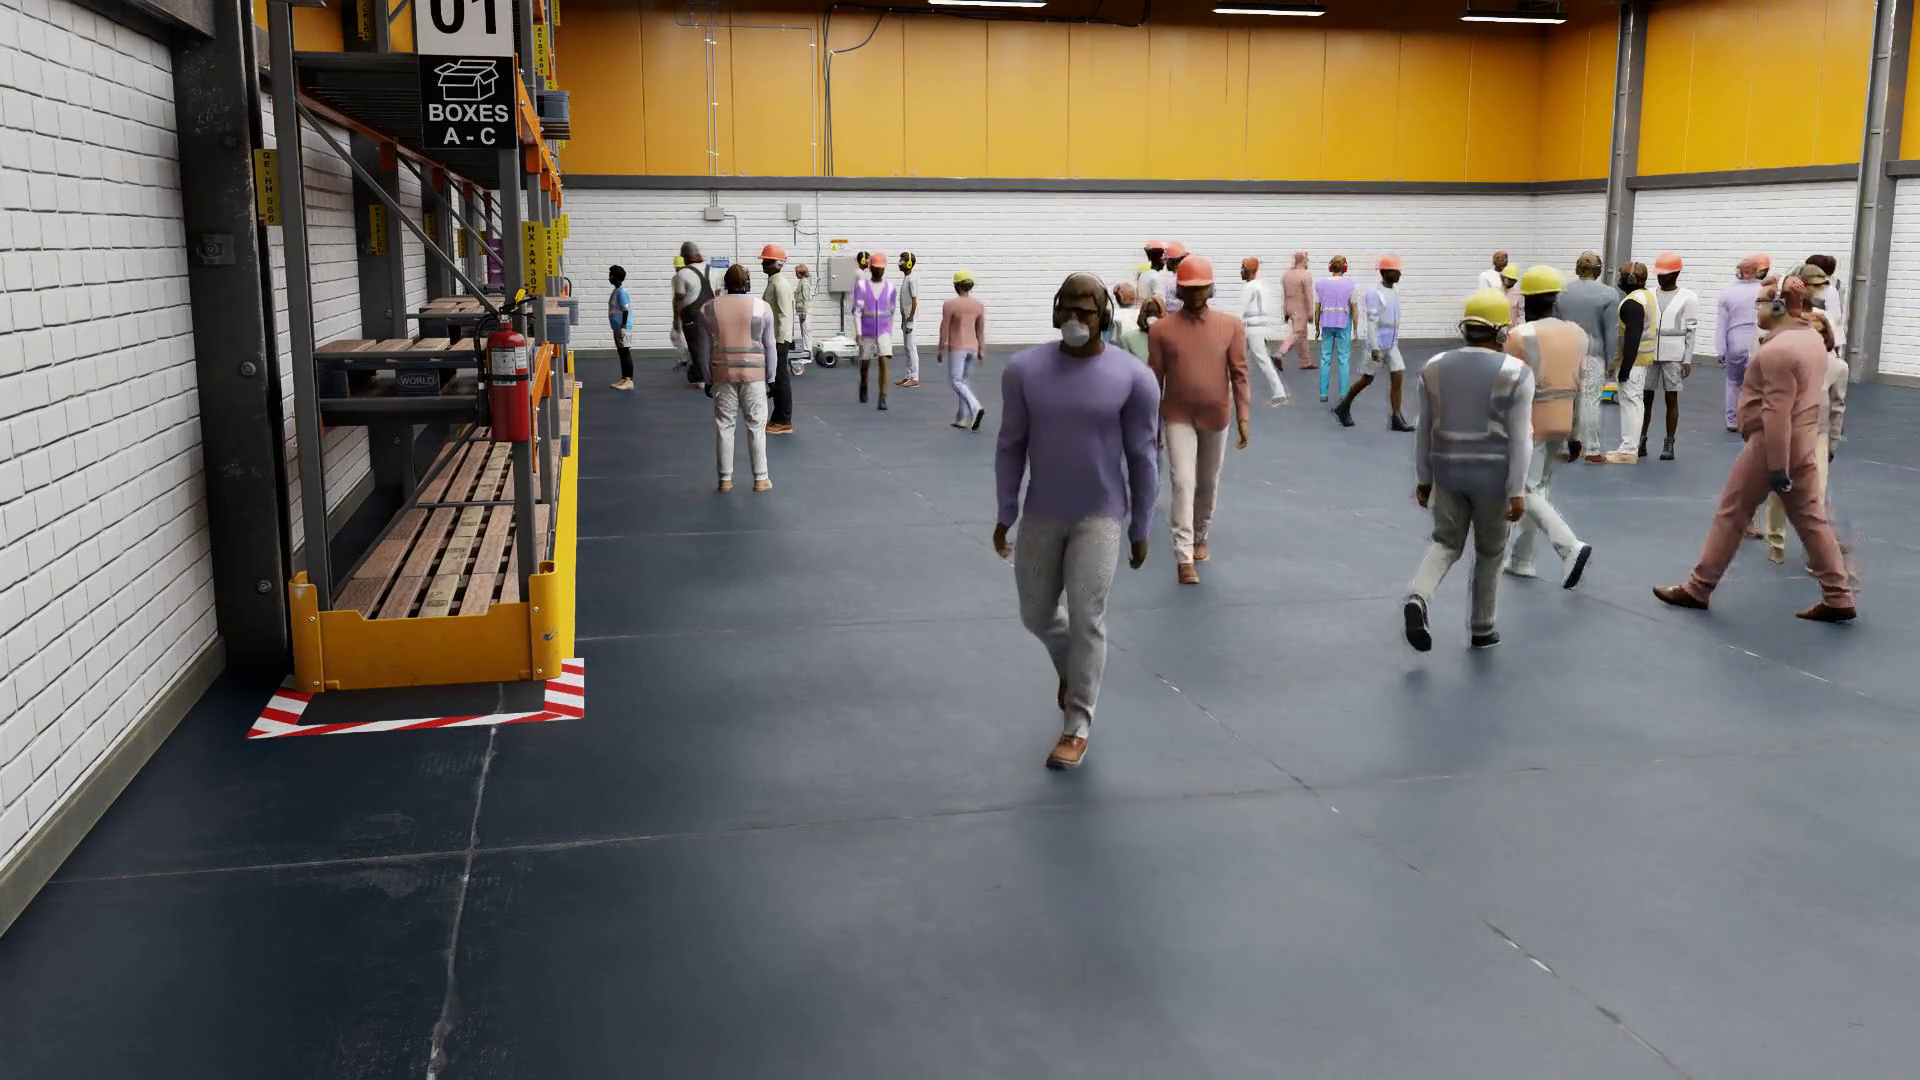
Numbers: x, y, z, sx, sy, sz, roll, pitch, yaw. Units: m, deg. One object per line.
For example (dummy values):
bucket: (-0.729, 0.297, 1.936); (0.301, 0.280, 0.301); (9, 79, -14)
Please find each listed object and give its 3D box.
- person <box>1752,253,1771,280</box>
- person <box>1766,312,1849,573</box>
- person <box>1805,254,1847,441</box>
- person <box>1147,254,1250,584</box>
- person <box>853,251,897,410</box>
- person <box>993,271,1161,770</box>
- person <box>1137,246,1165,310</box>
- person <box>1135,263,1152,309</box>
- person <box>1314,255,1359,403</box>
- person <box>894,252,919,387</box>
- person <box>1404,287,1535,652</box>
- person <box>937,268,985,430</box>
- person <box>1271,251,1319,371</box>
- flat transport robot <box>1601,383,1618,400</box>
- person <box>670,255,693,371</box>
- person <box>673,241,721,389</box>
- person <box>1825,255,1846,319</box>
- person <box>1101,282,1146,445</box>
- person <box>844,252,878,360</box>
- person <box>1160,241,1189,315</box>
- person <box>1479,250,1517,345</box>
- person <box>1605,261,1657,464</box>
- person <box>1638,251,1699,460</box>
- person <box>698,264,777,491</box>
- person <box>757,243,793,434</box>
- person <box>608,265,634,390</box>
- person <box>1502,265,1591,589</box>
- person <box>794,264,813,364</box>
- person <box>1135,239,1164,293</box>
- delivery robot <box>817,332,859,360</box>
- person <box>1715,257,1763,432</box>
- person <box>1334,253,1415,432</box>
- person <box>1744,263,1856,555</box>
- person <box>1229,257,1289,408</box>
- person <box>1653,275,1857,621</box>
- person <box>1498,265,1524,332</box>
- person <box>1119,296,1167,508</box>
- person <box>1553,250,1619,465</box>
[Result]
person: (9.426, -2.423, 19.564); (0.577, 1.905, 0.894); (7, 13, 35)
person: (5.164, -0.591, 10.223); (0.513, 1.592, 0.836); (3, 11, 18)
person: (8.696, -1.958, 16.980); (0.763, 1.884, 0.668); (9, 14, 41)
person: (1.444, -0.766, 10.190); (0.605, 1.958, 0.996); (0, 10, -1)
person: (-1.038, -2.552, 20.217); (0.539, 1.915, 0.832); (-2, 10, -9)
person: (0.474, -0.098, 6.592); (0.643, 1.923, 0.704); (3, 11, 18)
person: (2.694, -3.138, 23.353); (0.436, 1.944, 0.649); (-4, 11, -23)
person: (2.686, -3.239, 24.564); (0.886, 1.702, 0.490); (-1, 10, -7)
person: (4.719, -2.644, 20.890); (0.564, 1.849, 0.390); (5, 12, 27)
person: (-0.734, -3.065, 23.148); (0.328, 1.876, 0.514); (-2, 10, -13)
person: (2.464, -0.313, 8.078); (0.597, 1.812, 0.704); (8, 13, 39)
person: (0.068, -2.040, 17.842); (0.528, 1.740, 0.736); (-7, 13, -36)
person: (5.275, -3.588, 26.059); (0.900, 1.875, 0.653); (-4, 11, -21)
flat transport robot: (7.925, -1.879, 21.021); (1.431, 0.197, 0.652); (2, 10, 9)
person: (-4.272, -3.518, 25.859); (0.640, 1.799, 0.527); (7, 12, 33)
person: (-3.649, -3.098, 22.872); (0.541, 2.000, 0.708); (9, 13, 40)
person: (10.648, -2.582, 20.553); (0.505, 1.847, 0.344); (-3, 11, -14)
person: (1.646, -1.723, 16.393); (0.520, 1.623, 0.581); (-6, 12, -32)
person: (-1.578, -3.978, 28.323); (0.907, 1.824, 0.567); (-1, 10, -6)
person: (2.485, -2.327, 18.633); (0.571, 2.025, 0.614); (7, 13, 35)
person: (8.219, -3.482, 25.447); (0.602, 1.880, 0.419); (1, 10, 4)
person: (6.118, -1.617, 15.219); (0.430, 1.845, 0.624); (6, 12, 30)
person: (6.530, -1.706, 15.470); (0.542, 1.929, 0.374); (8, 13, 38)
person: (-1.790, -1.308, 13.507); (0.625, 1.844, 0.429); (0, 10, 0)
person: (-1.952, -2.124, 17.591); (0.371, 1.997, 0.622); (-3, 11, -17)
person: (-4.626, -2.889, 22.667); (0.320, 1.695, 0.537); (-4, 11, -22)
person: (3.463, -0.663, 9.796); (0.592, 1.900, 0.811); (-4, 11, -23)
person: (-2.575, -3.717, 27.415); (0.308, 1.640, 0.511); (-2, 10, -11)
person: (2.985, -3.647, 25.914); (0.394, 2.040, 0.609); (-6, 12, -31)
delivery robot: (-1.930, -3.101, 26.747); (0.707, 0.478, 0.477); (-3, 11, -18)
person: (8.210, -2.009, 17.352); (0.643, 1.865, 0.956); (4, 11, 23)
person: (4.488, -2.132, 17.904); (0.538, 1.911, 0.921); (-7, 13, -35)
person: (5.528, -0.877, 11.027); (0.647, 1.882, 1.020); (-6, 12, -30)
person: (3.576, -2.524, 20.332); (1.024, 1.827, 0.586); (3, 11, 18)
person: (4.387, -0.490, 8.957); (0.644, 1.857, 1.011); (-9, 14, -41)
person: (6.936, -2.656, 21.308); (0.548, 1.710, 0.577); (-2, 10, -10)
person: (1.434, -1.039, 12.644); (0.538, 1.608, 0.678); (2, 10, 10)
person: (5.653, -1.641, 15.120); (0.624, 1.926, 0.378); (9, 14, 42)
